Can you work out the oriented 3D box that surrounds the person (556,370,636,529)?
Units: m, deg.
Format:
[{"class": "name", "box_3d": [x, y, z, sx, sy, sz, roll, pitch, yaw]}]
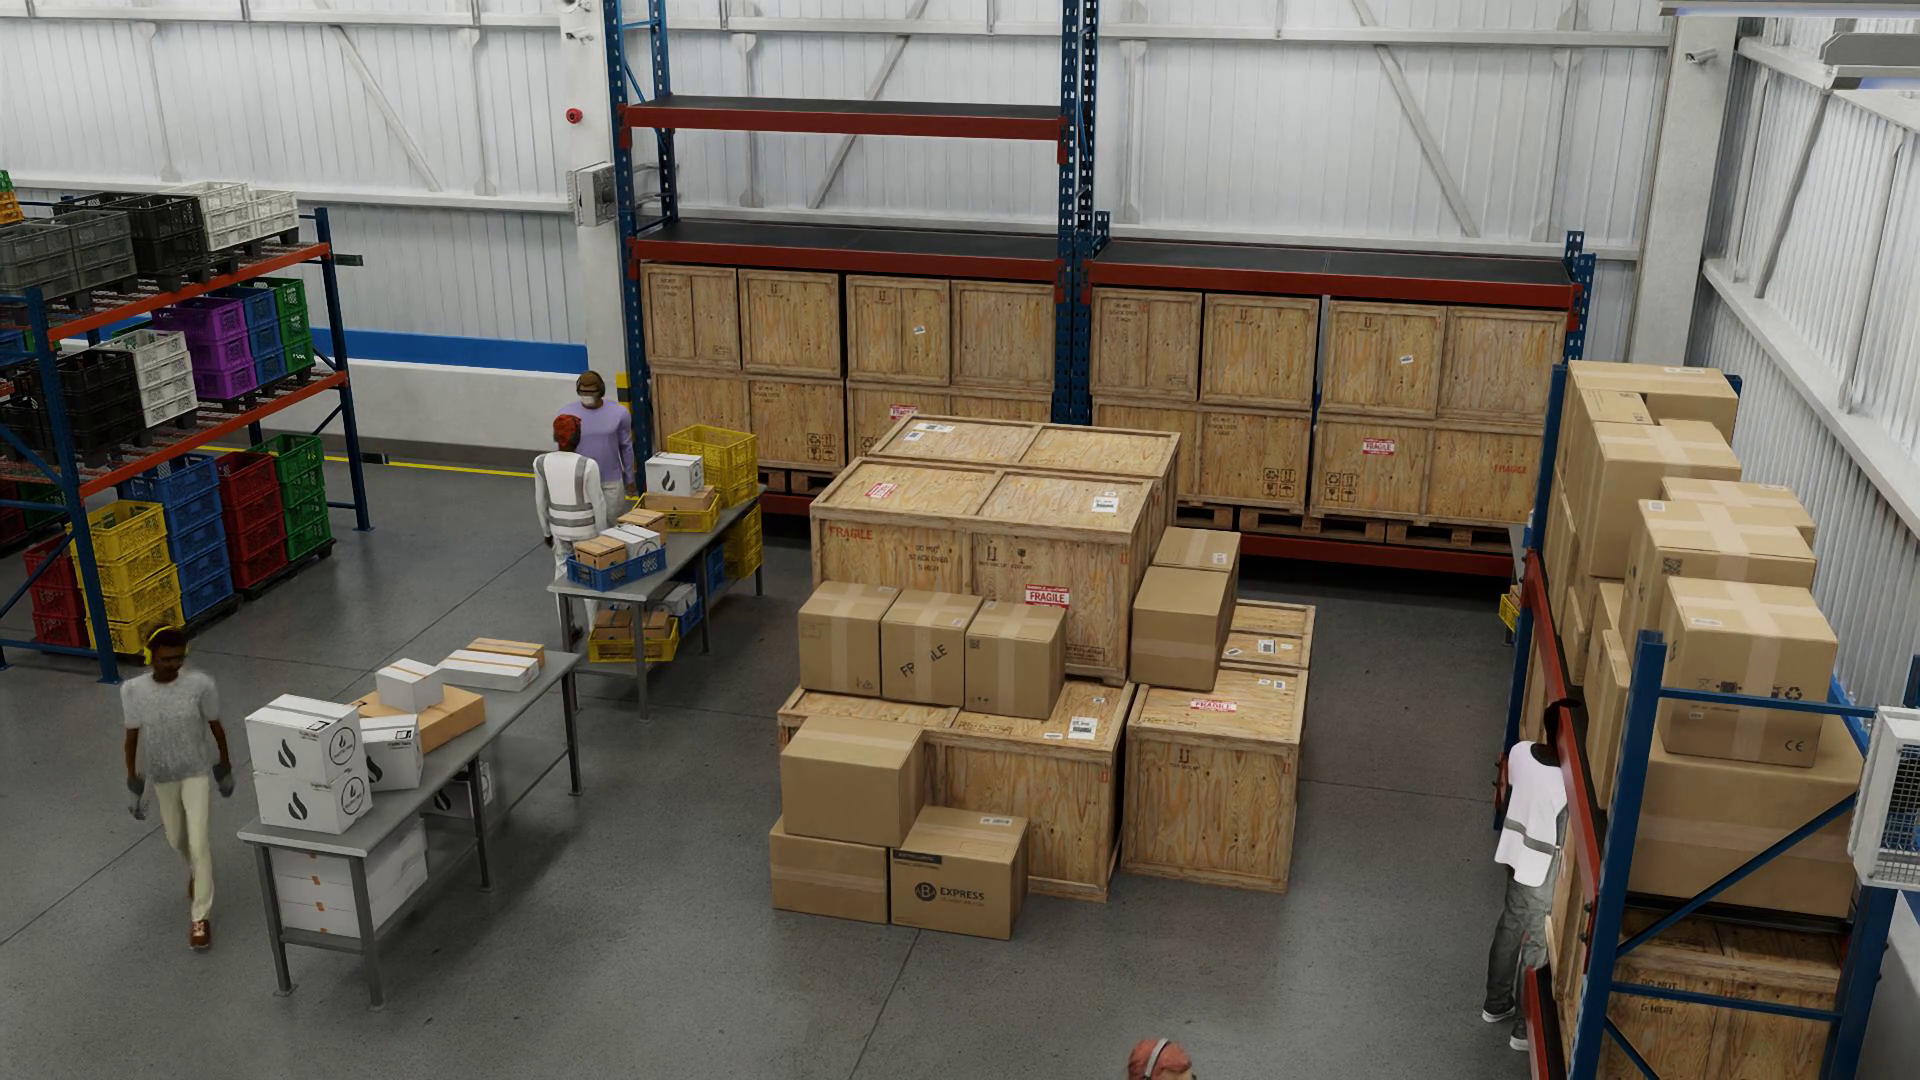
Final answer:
[{"class": "person", "box_3d": [-3.046, -0.498, 13.994, 0.635, 1.936, 0.350, -6, 22, -14]}]

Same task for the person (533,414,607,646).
[{"class": "person", "box_3d": [-2.989, -0.063, 12.926, 0.572, 1.887, 0.355, 6, 22, 16]}]

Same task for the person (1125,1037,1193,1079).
[{"class": "person", "box_3d": [0.663, 2.590, 5.978, 0.399, 1.899, 0.649, 15, 26, 34]}]

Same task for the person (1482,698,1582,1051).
[{"class": "person", "box_3d": [2.907, 1.670, 8.349, 0.383, 1.918, 0.597, -5, 22, -14]}]

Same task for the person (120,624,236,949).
[{"class": "person", "box_3d": [-4.389, 1.334, 9.351, 0.534, 1.829, 0.809, -3, 21, -9]}]
